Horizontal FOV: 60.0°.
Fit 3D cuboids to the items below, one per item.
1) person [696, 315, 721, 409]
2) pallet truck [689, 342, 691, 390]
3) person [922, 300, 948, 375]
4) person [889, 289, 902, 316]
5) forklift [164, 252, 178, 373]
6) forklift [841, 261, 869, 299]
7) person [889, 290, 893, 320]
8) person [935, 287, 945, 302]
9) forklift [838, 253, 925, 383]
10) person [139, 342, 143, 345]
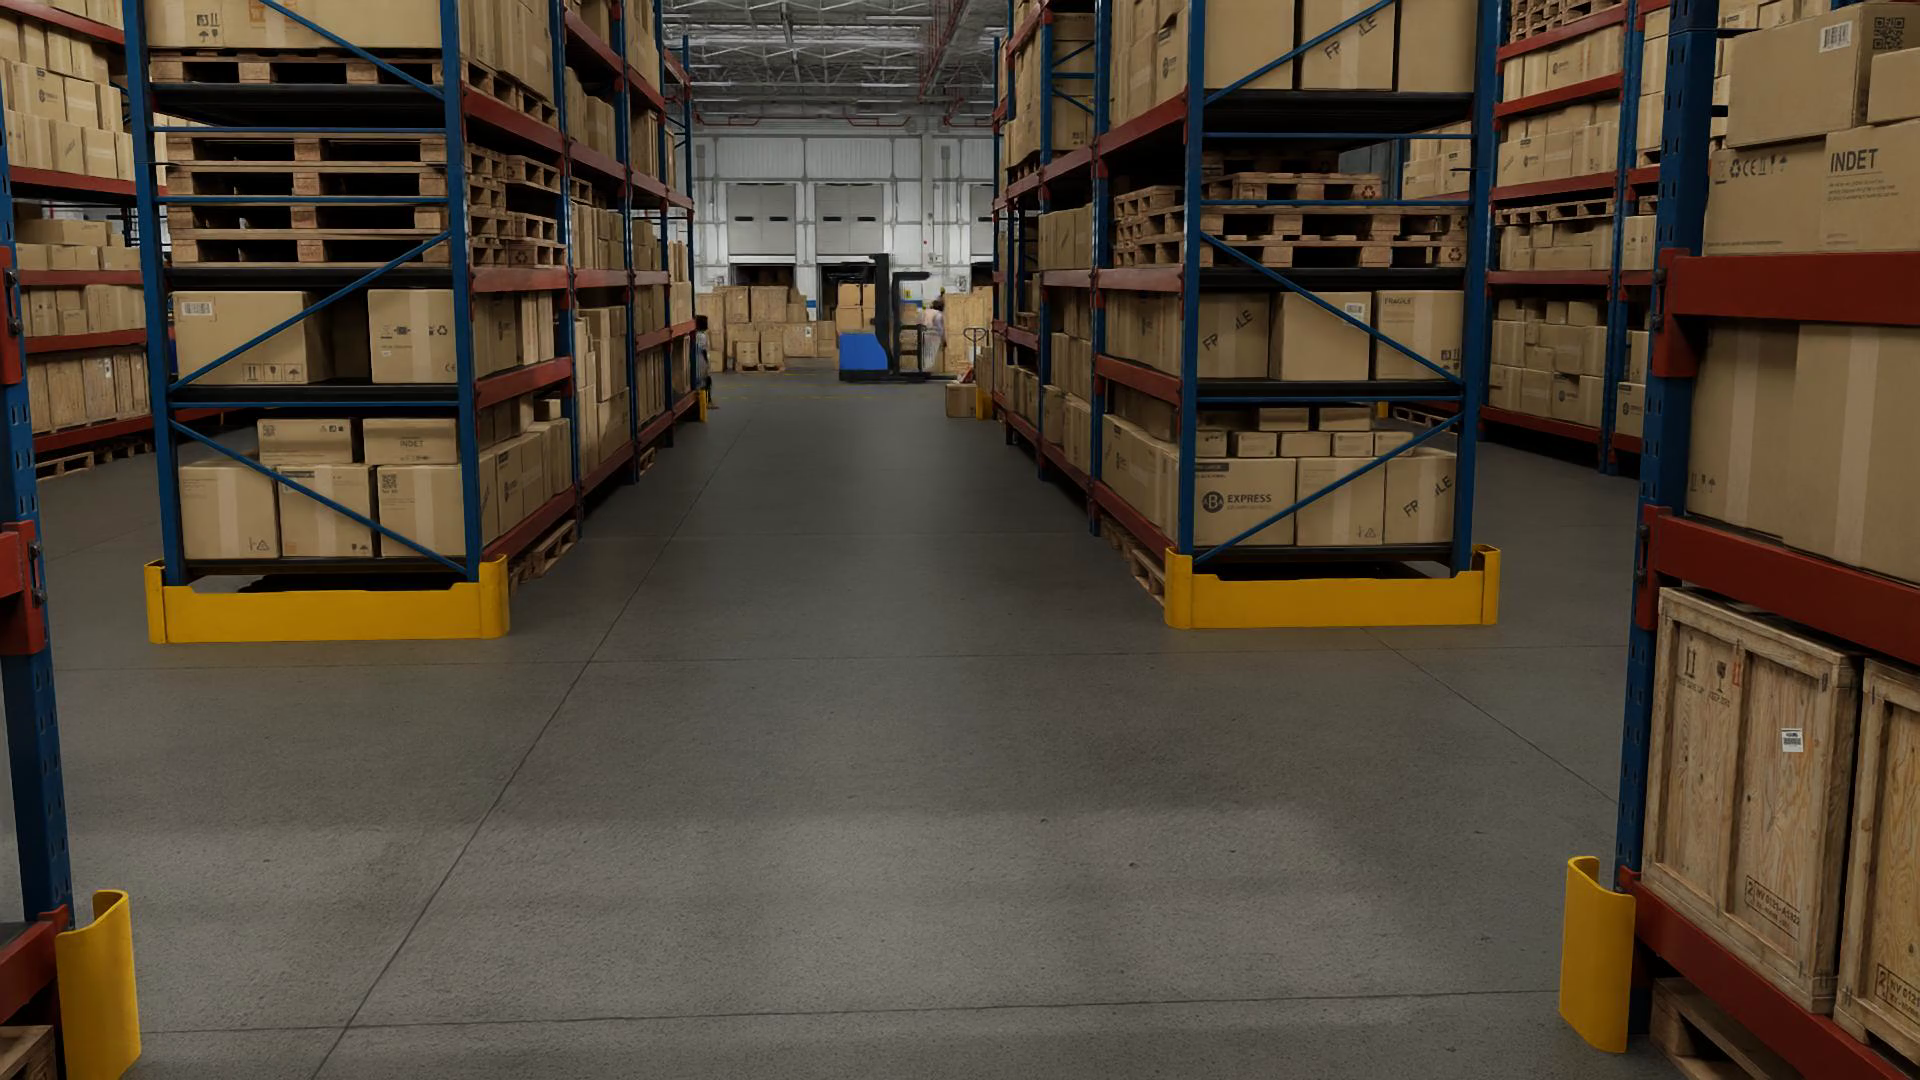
[{"bbox_3d":[-4.621,-3.112,29.150,0.767,1.670,0.534,-2,9,-12],"label":"person"},{"bbox_3d":[-5.225,-3.008,27.480,1.885,1.965,0.823,2,9,14],"label":"pallet truck"},{"bbox_3d":[-0.600,-4.568,37.912,0.524,1.799,0.655,-7,12,-39],"label":"person"},{"bbox_3d":[-2.313,-7.829,57.977,0.636,1.931,0.377,3,10,19],"label":"person"},{"bbox_3d":[-15.942,-4.587,34.633,1.129,2.768,1.873,-1,9,-4],"label":"forklift"},{"bbox_3d":[-3.577,-8.167,57.109,1.129,2.768,1.873,4,10,25],"label":"forklift"},{"bbox_3d":[-2.416,-7.290,54.552,0.371,1.940,0.627,8,12,41],"label":"person"},{"bbox_3d":[-0.633,-8.307,60.978,0.590,1.926,0.388,-1,9,-4],"label":"person"},{"bbox_3d":[-1.723,-4.851,36.290,1.873,2.768,1.129,-1,9,-4],"label":"forklift"},{"bbox_3d":[-23.268,-6.113,47.409,0.518,1.860,0.323,1,9,8],"label":"person"}]
